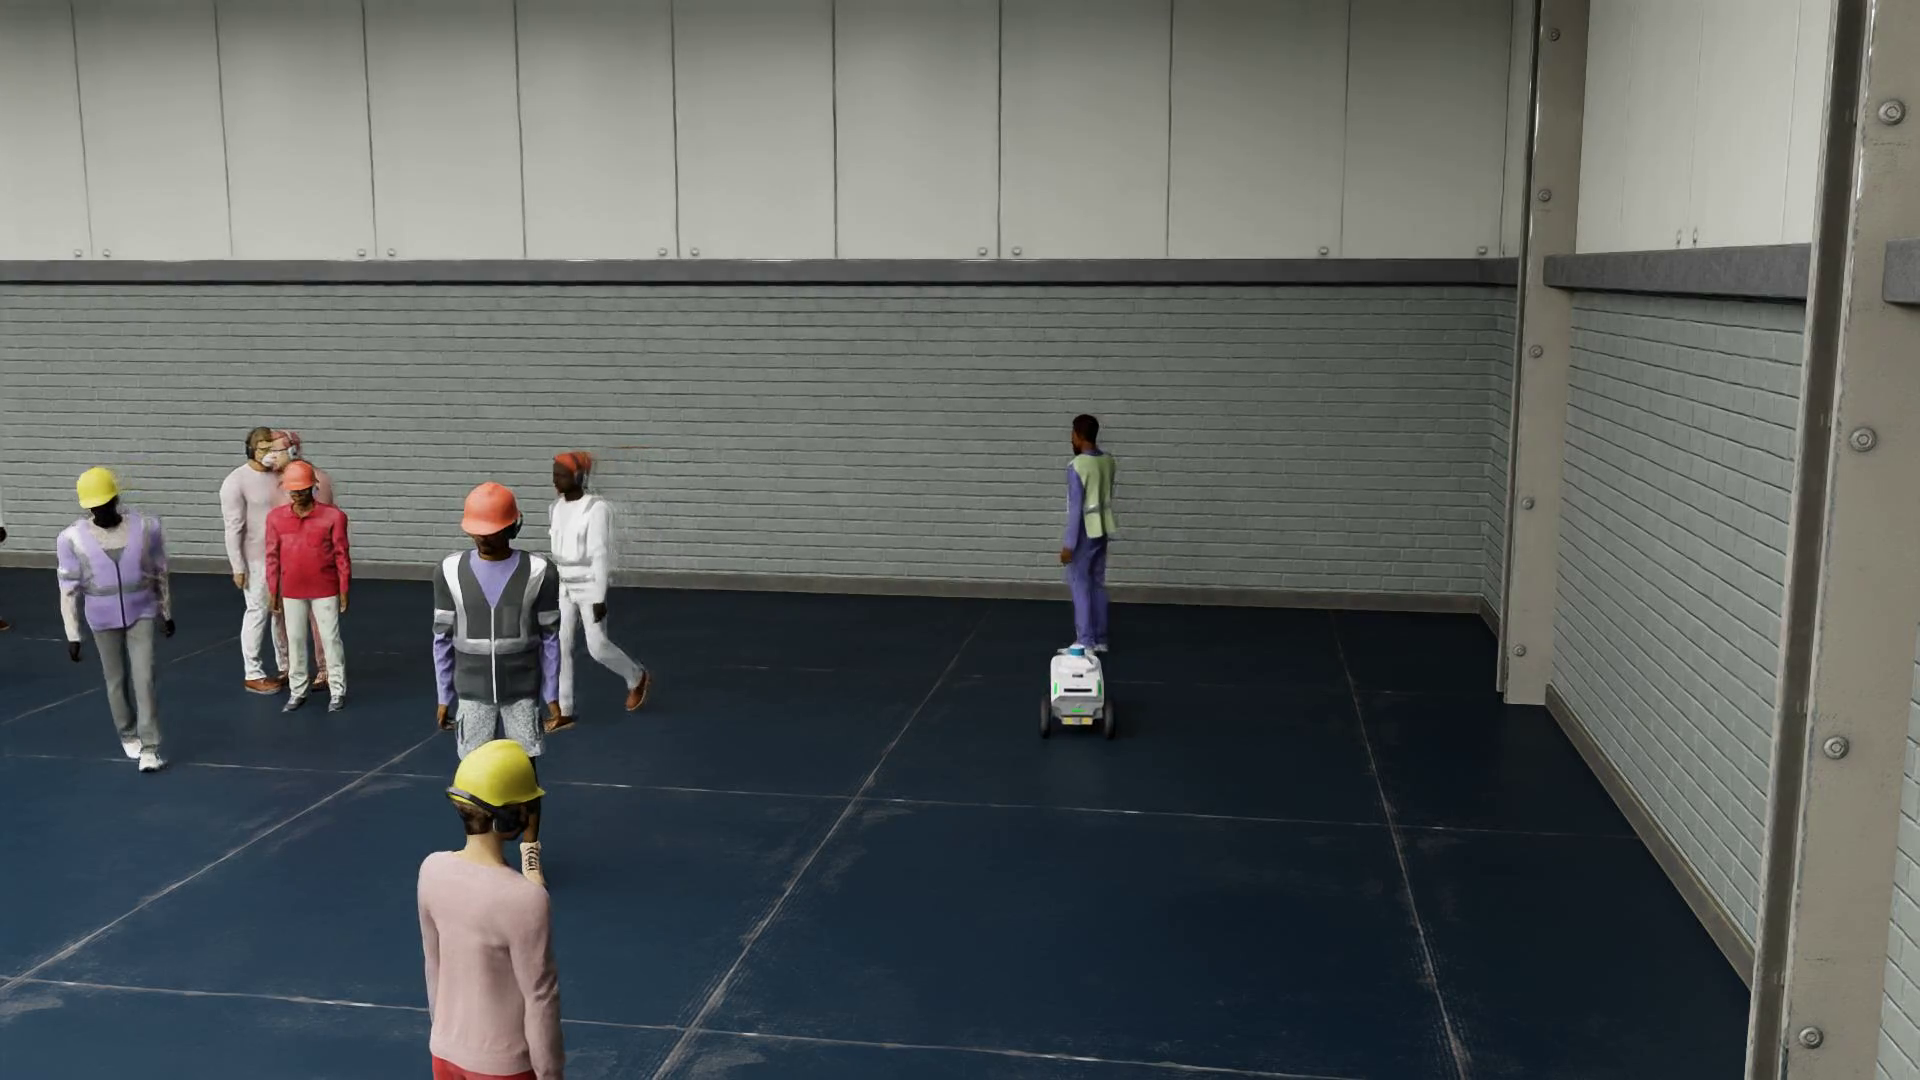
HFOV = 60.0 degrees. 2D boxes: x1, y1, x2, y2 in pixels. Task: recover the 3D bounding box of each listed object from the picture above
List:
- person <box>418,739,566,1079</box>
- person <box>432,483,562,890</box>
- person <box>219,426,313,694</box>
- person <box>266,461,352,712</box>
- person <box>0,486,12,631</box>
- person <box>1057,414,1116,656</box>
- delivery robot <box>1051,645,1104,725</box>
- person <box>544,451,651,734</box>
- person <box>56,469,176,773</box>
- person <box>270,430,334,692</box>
[{"bbox_3d":[-1.273,1.419,4.620,0.528,1.759,0.339,7,11,36],"label":"person"},{"bbox_3d":[-2.226,0.728,8.029,0.605,2.033,0.392,-2,9,-9],"label":"person"},{"bbox_3d":[-4.996,0.143,11.972,0.365,1.930,0.635,4,10,24],"label":"person"},{"bbox_3d":[-4.477,0.324,11.421,0.571,1.743,0.352,-1,9,-3],"label":"person"},{"bbox_3d":[-8.272,-0.142,13.853,0.584,1.883,0.337,-1,9,-8],"label":"person"},{"bbox_3d":[1.018,-0.034,13.100,0.383,1.917,0.602,6,11,34],"label":"person"},{"bbox_3d":[0.771,0.937,10.999,0.477,0.478,0.707,0,9,3],"label":"delivery robot"},{"bbox_3d":[-2.459,0.324,11.055,0.576,1.862,0.807,7,11,35],"label":"person"},{"bbox_3d":[-5.065,0.483,10.049,0.639,1.855,0.930,-5,11,-30],"label":"person"},{"bbox_3d":[-4.791,0.152,12.019,0.673,1.896,0.411,5,11,29],"label":"person"}]
